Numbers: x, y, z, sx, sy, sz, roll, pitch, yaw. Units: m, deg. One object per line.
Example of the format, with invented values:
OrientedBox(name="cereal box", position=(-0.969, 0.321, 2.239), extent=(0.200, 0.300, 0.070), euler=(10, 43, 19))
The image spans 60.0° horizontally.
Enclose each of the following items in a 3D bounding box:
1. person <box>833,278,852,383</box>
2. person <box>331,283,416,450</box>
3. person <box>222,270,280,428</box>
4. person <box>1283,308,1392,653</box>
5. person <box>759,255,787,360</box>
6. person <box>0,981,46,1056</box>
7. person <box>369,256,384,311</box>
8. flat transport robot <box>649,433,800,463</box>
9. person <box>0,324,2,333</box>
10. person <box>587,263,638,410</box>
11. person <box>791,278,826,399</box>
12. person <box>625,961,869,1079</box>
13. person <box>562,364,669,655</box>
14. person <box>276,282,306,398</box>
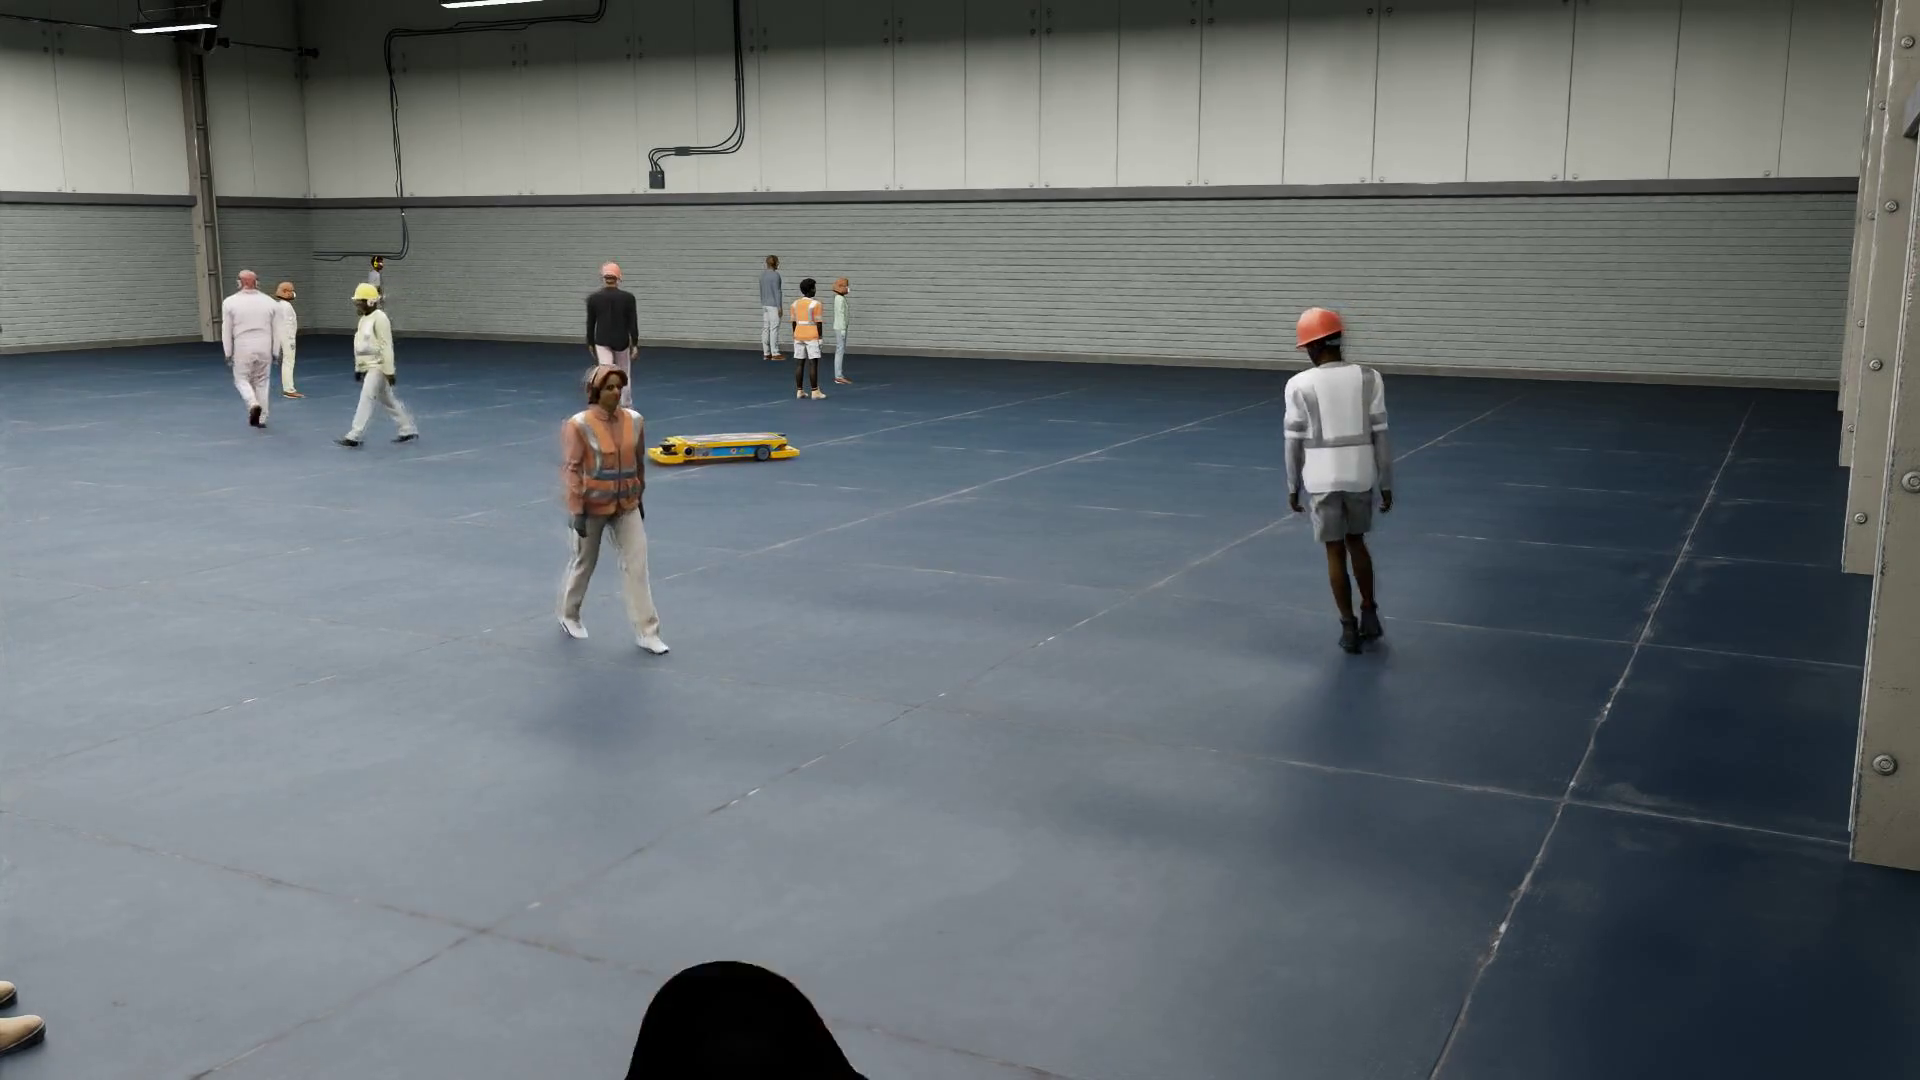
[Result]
OrientedBox(name="person", position=(-1.838, -3.262, 25.940), extent=(0.275, 1.632, 0.507), euler=(-1, 10, -7))
OrientedBox(name="person", position=(-6.359, -1.881, 18.012), extent=(0.949, 1.780, 0.618), euler=(-7, 12, -33))
OrientedBox(name="person", position=(-8.388, -2.251, 19.736), extent=(0.666, 1.890, 0.533), euler=(-8, 13, -36))
OrientedBox(name="person", position=(2.078, -0.328, 9.222), extent=(0.589, 1.902, 0.491), euler=(0, 10, -2))
OrientedBox(name="person", position=(-3.457, -4.276, 30.641), extent=(0.372, 1.940, 0.627), euler=(-8, 13, -36))
OrientedBox(name="person", position=(-2.891, 0.439, 4.642), extent=(0.371, 2.044, 0.608), euler=(-9, 14, -40))
OrientedBox(name="person", position=(-11.897, -4.855, 34.003), extent=(0.333, 1.866, 0.515), euler=(-8, 13, -36))
OrientedBox(name="flat transport robot", position=(-2.423, -0.957, 17.089), extent=(1.431, 0.197, 0.652), euler=(-4, 11, -22))
OrientedBox(name="person", position=(-15.005, -3.354, 25.333), extent=(0.684, 2.000, 0.783), euler=(2, 11, 13))
OrientedBox(name="person", position=(-4.300, -2.446, 20.640), extent=(0.646, 1.936, 1.009), euler=(-1, 10, -4))
OrientedBox(name="person", position=(-2.137, -2.823, 23.367), extent=(0.535, 1.699, 0.322), euler=(7, 13, 34))
OrientedBox(name="person", position=(-0.163, 1.155, 1.026), extent=(0.669, 1.935, 1.015), euler=(6, 12, 28))
OrientedBox(name="person", position=(-1.988, -0.189, 9.295), extent=(0.534, 1.597, 0.863), euler=(-9, 14, -41))
OrientedBox(name="person", position=(-9.533, -2.842, 23.652), extent=(0.279, 1.633, 0.501), euler=(-6, 12, -30))
